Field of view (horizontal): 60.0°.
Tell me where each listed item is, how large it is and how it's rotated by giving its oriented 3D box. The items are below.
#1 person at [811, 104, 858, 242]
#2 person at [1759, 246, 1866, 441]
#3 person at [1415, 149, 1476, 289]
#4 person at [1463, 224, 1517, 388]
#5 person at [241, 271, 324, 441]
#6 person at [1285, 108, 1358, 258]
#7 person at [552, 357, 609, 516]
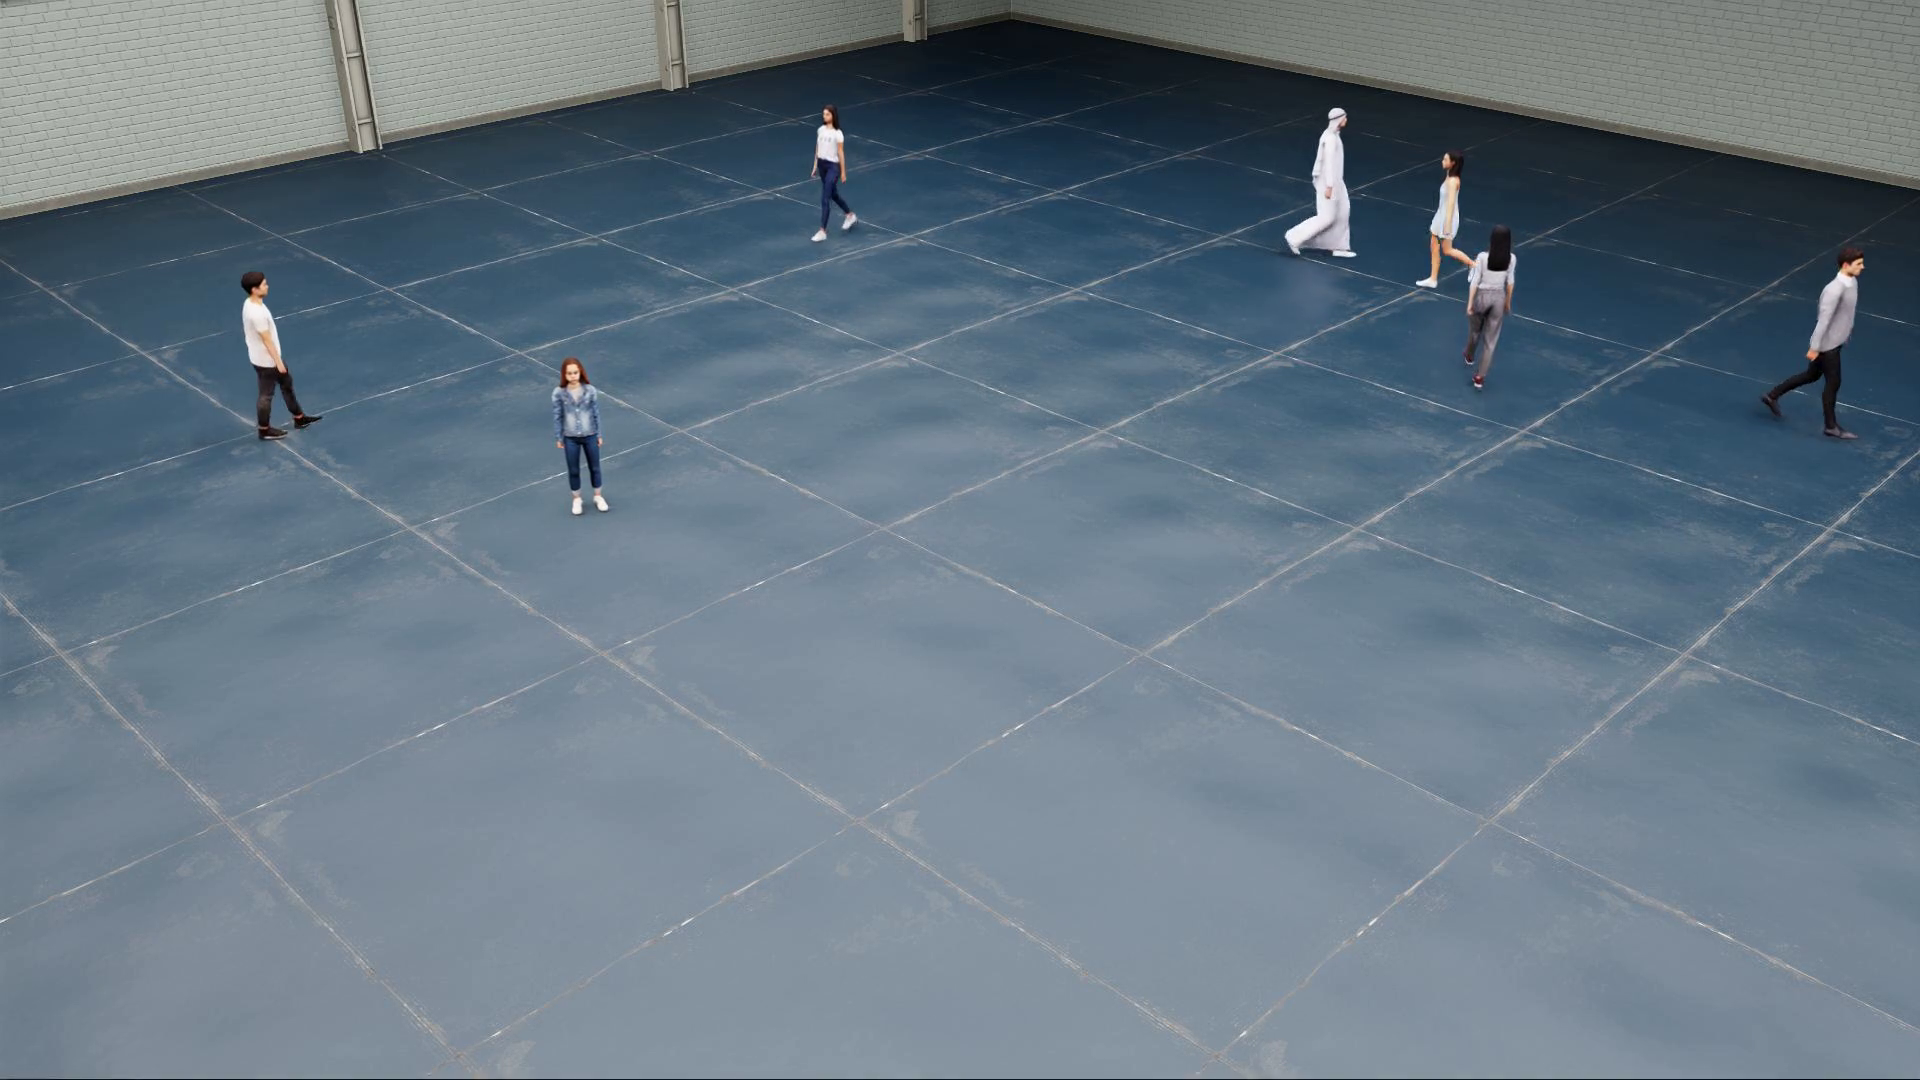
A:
[{"bbox_3d":[-1.659,-4.877,22.013,0.586,1.734,1.110,25,37,38],"label":"person"},{"bbox_3d":[8.467,-1.985,16.402,0.866,1.906,1.200,21,35,34],"label":"person"},{"bbox_3d":[5.985,-3.855,20.123,0.982,1.709,1.011,5,28,10],"label":"person"},{"bbox_3d":[5.565,-2.427,17.456,1.015,1.694,1.151,4,28,7],"label":"person"},{"bbox_3d":[-6.863,-1.785,16.242,0.969,1.703,0.832,-11,30,-21],"label":"person"},{"bbox_3d":[4.626,-4.525,21.179,1.101,1.898,1.210,9,29,16],"label":"person"},{"bbox_3d":[-3.404,-0.942,14.902,0.580,1.474,0.692,-7,29,-13],"label":"person"}]
